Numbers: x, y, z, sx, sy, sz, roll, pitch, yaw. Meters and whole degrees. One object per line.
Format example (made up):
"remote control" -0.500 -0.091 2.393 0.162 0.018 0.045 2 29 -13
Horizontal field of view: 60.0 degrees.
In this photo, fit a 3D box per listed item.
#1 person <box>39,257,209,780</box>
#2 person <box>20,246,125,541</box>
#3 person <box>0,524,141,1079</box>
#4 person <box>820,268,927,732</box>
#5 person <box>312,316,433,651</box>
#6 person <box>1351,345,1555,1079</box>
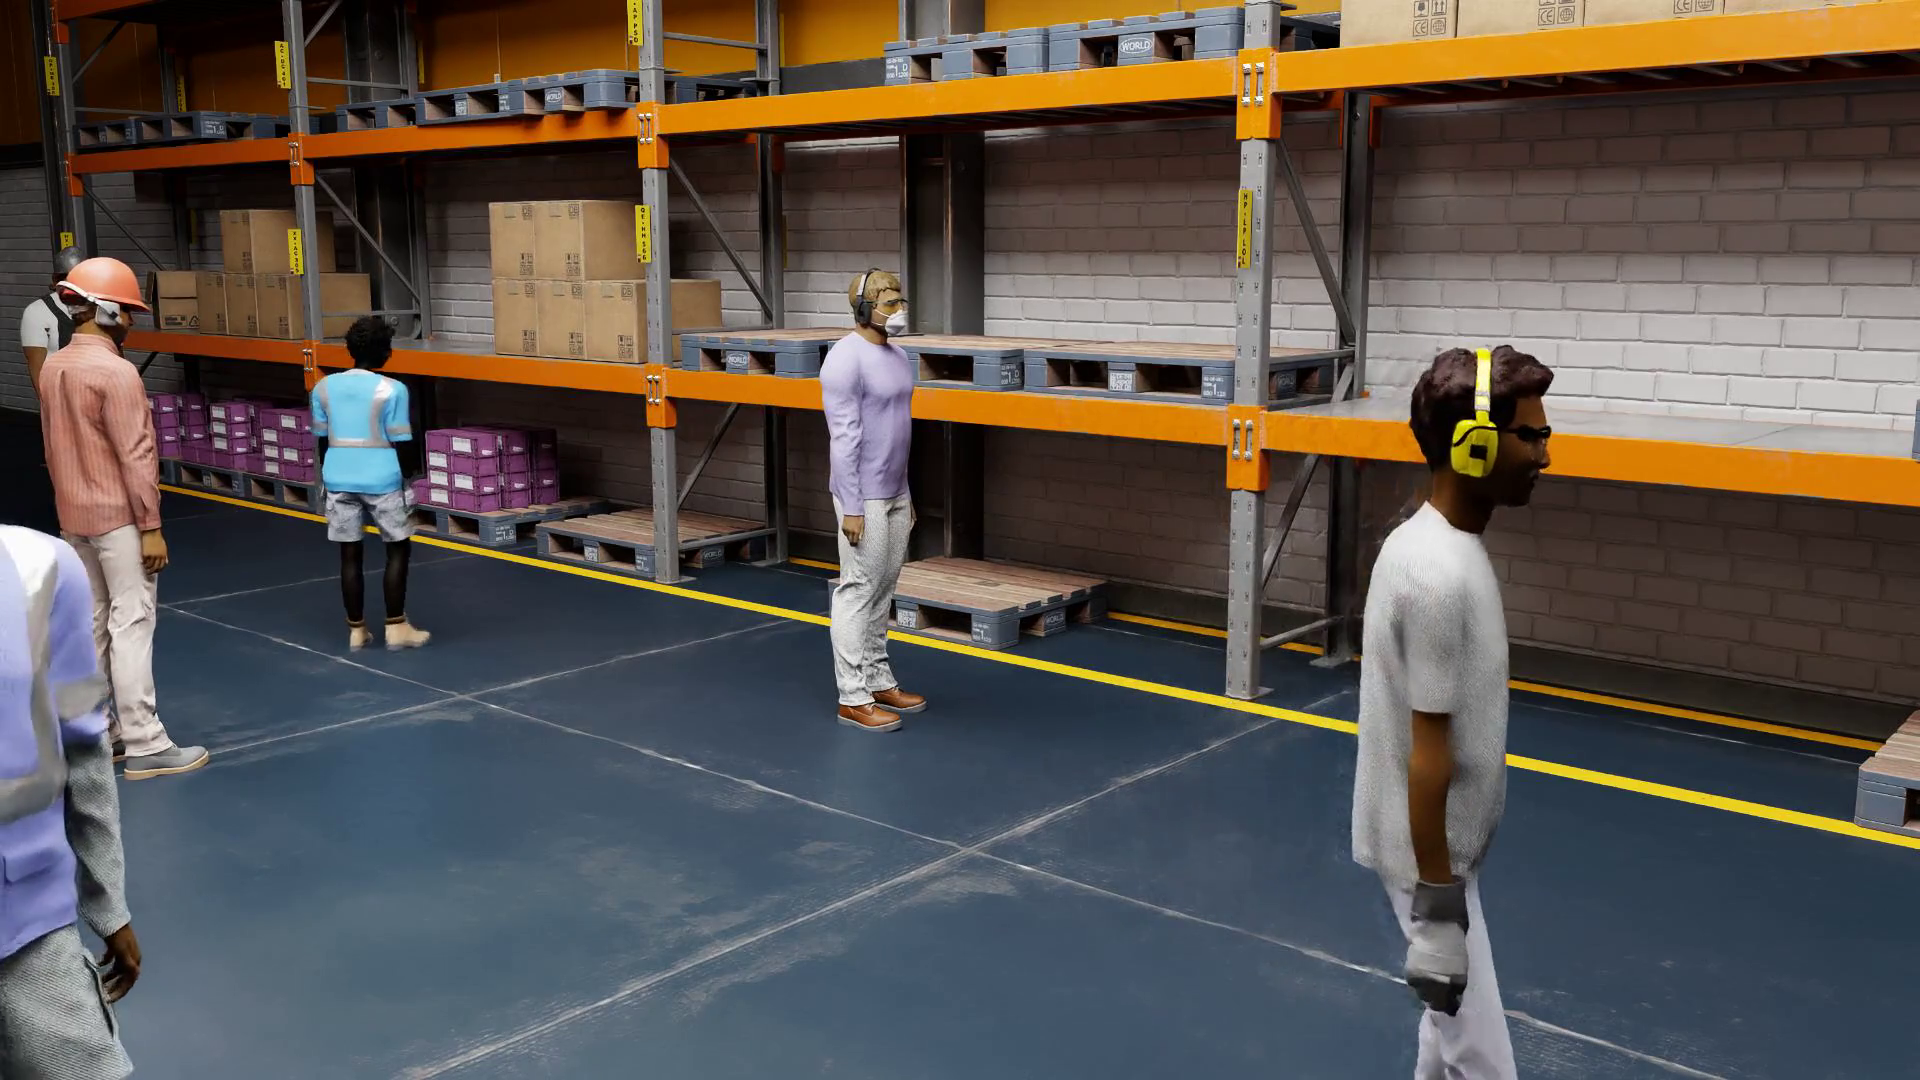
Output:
"person" -3.235 -0.077 6.374 0.608 1.986 0.389 7 12 33
"person" -6.019 -1.001 11.480 0.538 2.000 0.684 6 12 32
"person" -1.653 0.604 2.672 0.581 1.924 0.554 9 13 41
"person" -0.359 -0.174 7.064 0.372 1.940 0.631 4 11 20
"person" -2.964 -0.262 8.301 0.562 1.685 0.332 2 10 10
"person" 0.832 0.581 2.985 0.535 1.854 0.552 3 10 17
